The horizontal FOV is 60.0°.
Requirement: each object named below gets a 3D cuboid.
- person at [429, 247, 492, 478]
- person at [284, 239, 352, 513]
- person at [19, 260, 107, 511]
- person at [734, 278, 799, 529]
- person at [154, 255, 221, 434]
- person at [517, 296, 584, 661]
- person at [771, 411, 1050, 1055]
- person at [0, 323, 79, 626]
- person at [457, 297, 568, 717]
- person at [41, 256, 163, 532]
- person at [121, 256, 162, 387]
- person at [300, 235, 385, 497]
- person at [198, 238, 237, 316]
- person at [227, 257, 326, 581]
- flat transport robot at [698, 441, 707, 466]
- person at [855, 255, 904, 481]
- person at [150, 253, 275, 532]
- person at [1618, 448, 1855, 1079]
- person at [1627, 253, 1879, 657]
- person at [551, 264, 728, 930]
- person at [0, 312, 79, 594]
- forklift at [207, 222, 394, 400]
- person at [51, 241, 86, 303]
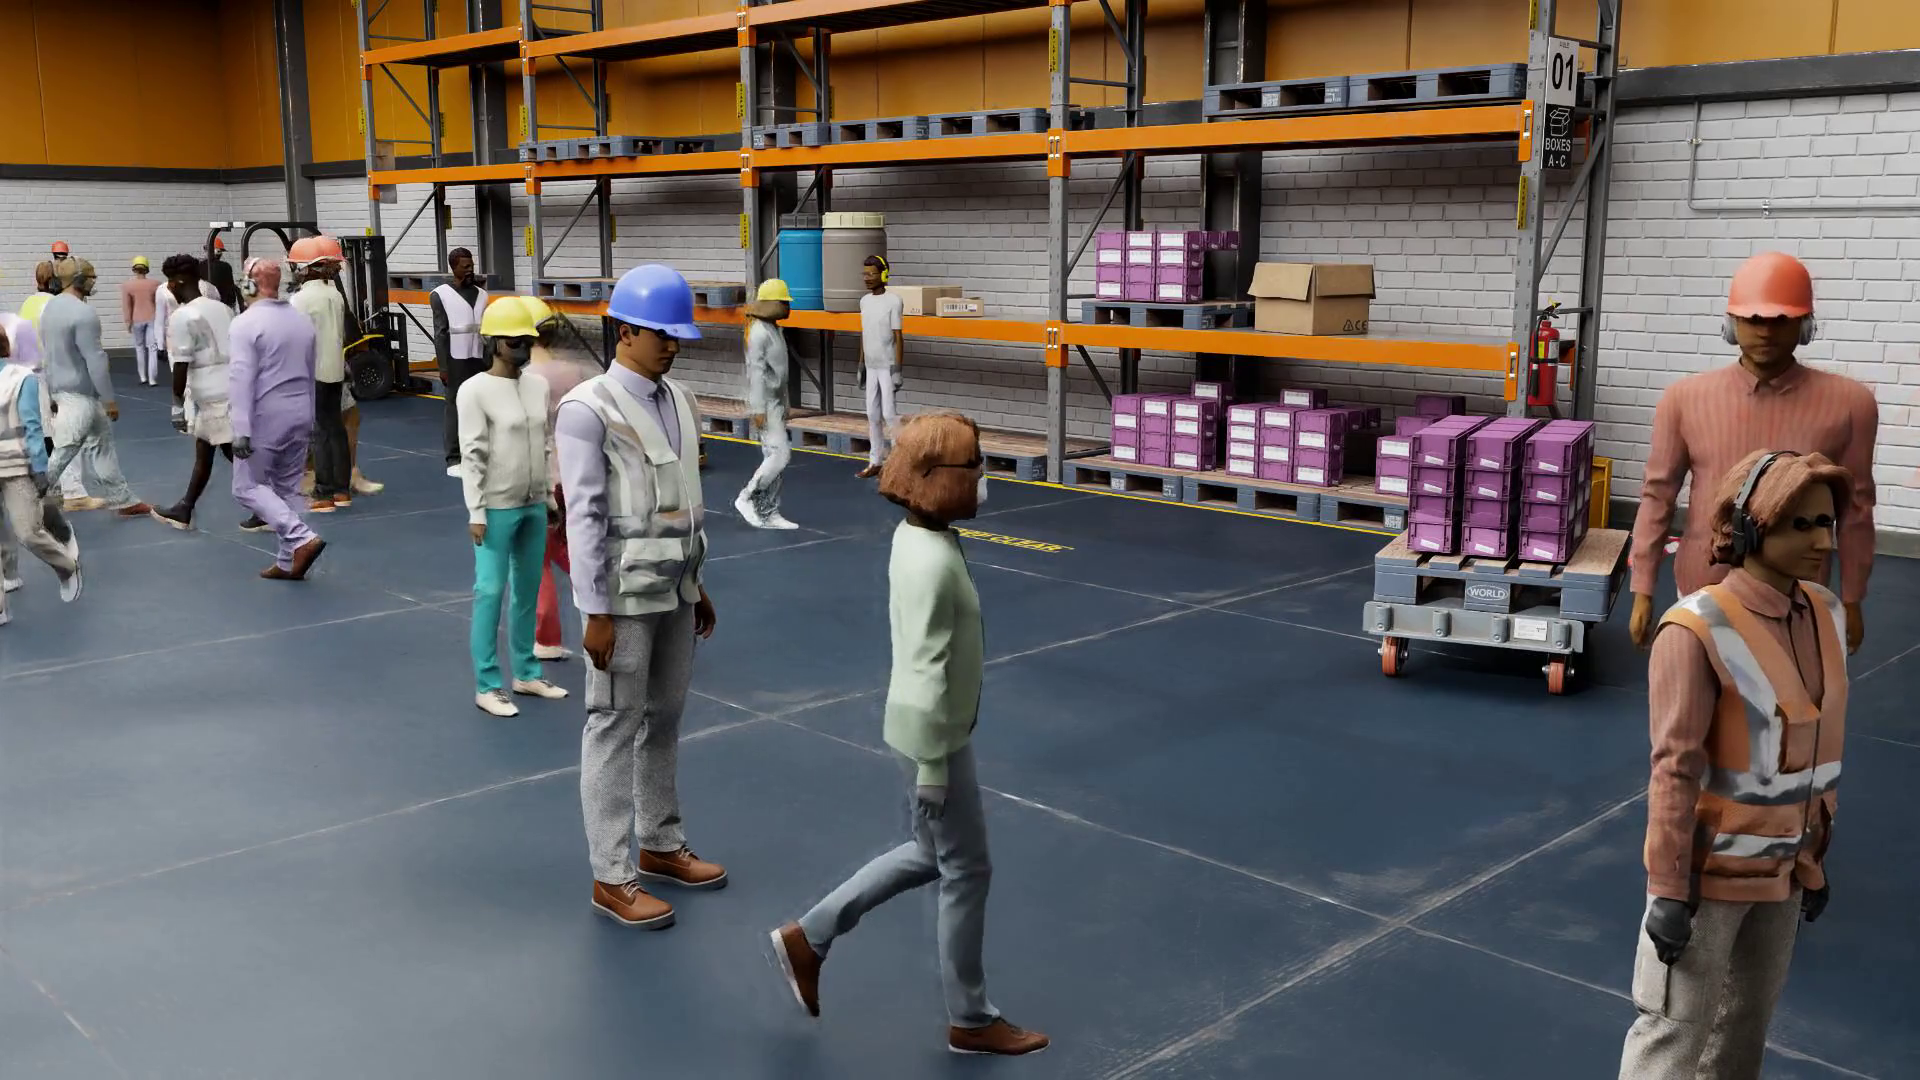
[{"bbox_3d":[-4.187,-1.496,14.034,0.393,1.919,0.589,5,12,27],"label":"person"},{"bbox_3d":[-4.719,-1.199,12.209,0.377,1.995,0.612,1,10,7],"label":"person"},{"bbox_3d":[-6.642,-1.139,12.301,0.634,1.841,0.429,8,13,37],"label":"person"},{"bbox_3d":[-1.278,-0.915,11.360,0.370,1.728,0.510,2,11,10],"label":"person"},{"bbox_3d":[-7.878,-1.991,17.001,0.632,1.829,0.433,-10,14,-43],"label":"person"},{"bbox_3d":[-1.889,-0.270,7.815,0.519,1.743,0.539,5,11,25],"label":"person"},{"bbox_3d":[-0.126,0.487,4.059,0.640,1.615,0.503,0,10,-1],"label":"person"},{"bbox_3d":[-4.954,-0.363,8.666,0.523,1.616,0.658,1,10,6],"label":"person"},{"bbox_3d":[-1.893,-0.144,7.083,0.324,1.767,0.532,5,12,26],"label":"person"},{"bbox_3d":[-6.136,-1.016,11.521,0.651,1.893,1.028,9,14,42],"label":"person"},{"bbox_3d":[-10.979,-2.950,22.472,0.535,1.734,0.835,-4,11,-19],"label":"person"},{"bbox_3d":[-4.816,-1.328,12.874,0.788,2.015,0.609,-4,11,-22],"label":"person"},{"bbox_3d":[-11.016,-3.480,24.673,0.613,1.985,0.402,2,11,9],"label":"person"},{"bbox_3d":[-3.937,-0.673,9.603,0.492,1.895,0.664,3,11,16],"label":"person"},{"bbox_3d":[-2.965,-0.735,14.380,1.431,0.197,0.652,1,10,5],"label":"flat transport robot"},{"bbox_3d":[-0.661,-1.417,13.773,0.321,1.861,0.514,-10,14,-43],"label":"person"},{"bbox_3d":[-5.123,-0.988,11.318,0.987,1.900,0.624,1,10,3],"label":"person"},{"bbox_3d":[1.469,0.639,3.153,0.523,1.638,0.311,-7,12,-33],"label":"person"},{"bbox_3d":[2.279,0.167,4.835,0.656,1.959,0.916,6,12,28],"label":"person"},{"bbox_3d":[-0.934,0.160,4.954,0.401,1.938,0.603,4,11,23],"label":"person"},{"bbox_3d":[-5.442,-0.649,9.488,0.636,1.894,0.738,0,10,-2],"label":"person"},{"bbox_3d":[-8.169,-2.758,20.163,2.313,2.155,1.214,-10,14,-44],"label":"forklift"},{"bbox_3d":[-12.931,-3.340,24.040,0.551,1.934,0.373,-10,14,-43],"label":"person"}]
